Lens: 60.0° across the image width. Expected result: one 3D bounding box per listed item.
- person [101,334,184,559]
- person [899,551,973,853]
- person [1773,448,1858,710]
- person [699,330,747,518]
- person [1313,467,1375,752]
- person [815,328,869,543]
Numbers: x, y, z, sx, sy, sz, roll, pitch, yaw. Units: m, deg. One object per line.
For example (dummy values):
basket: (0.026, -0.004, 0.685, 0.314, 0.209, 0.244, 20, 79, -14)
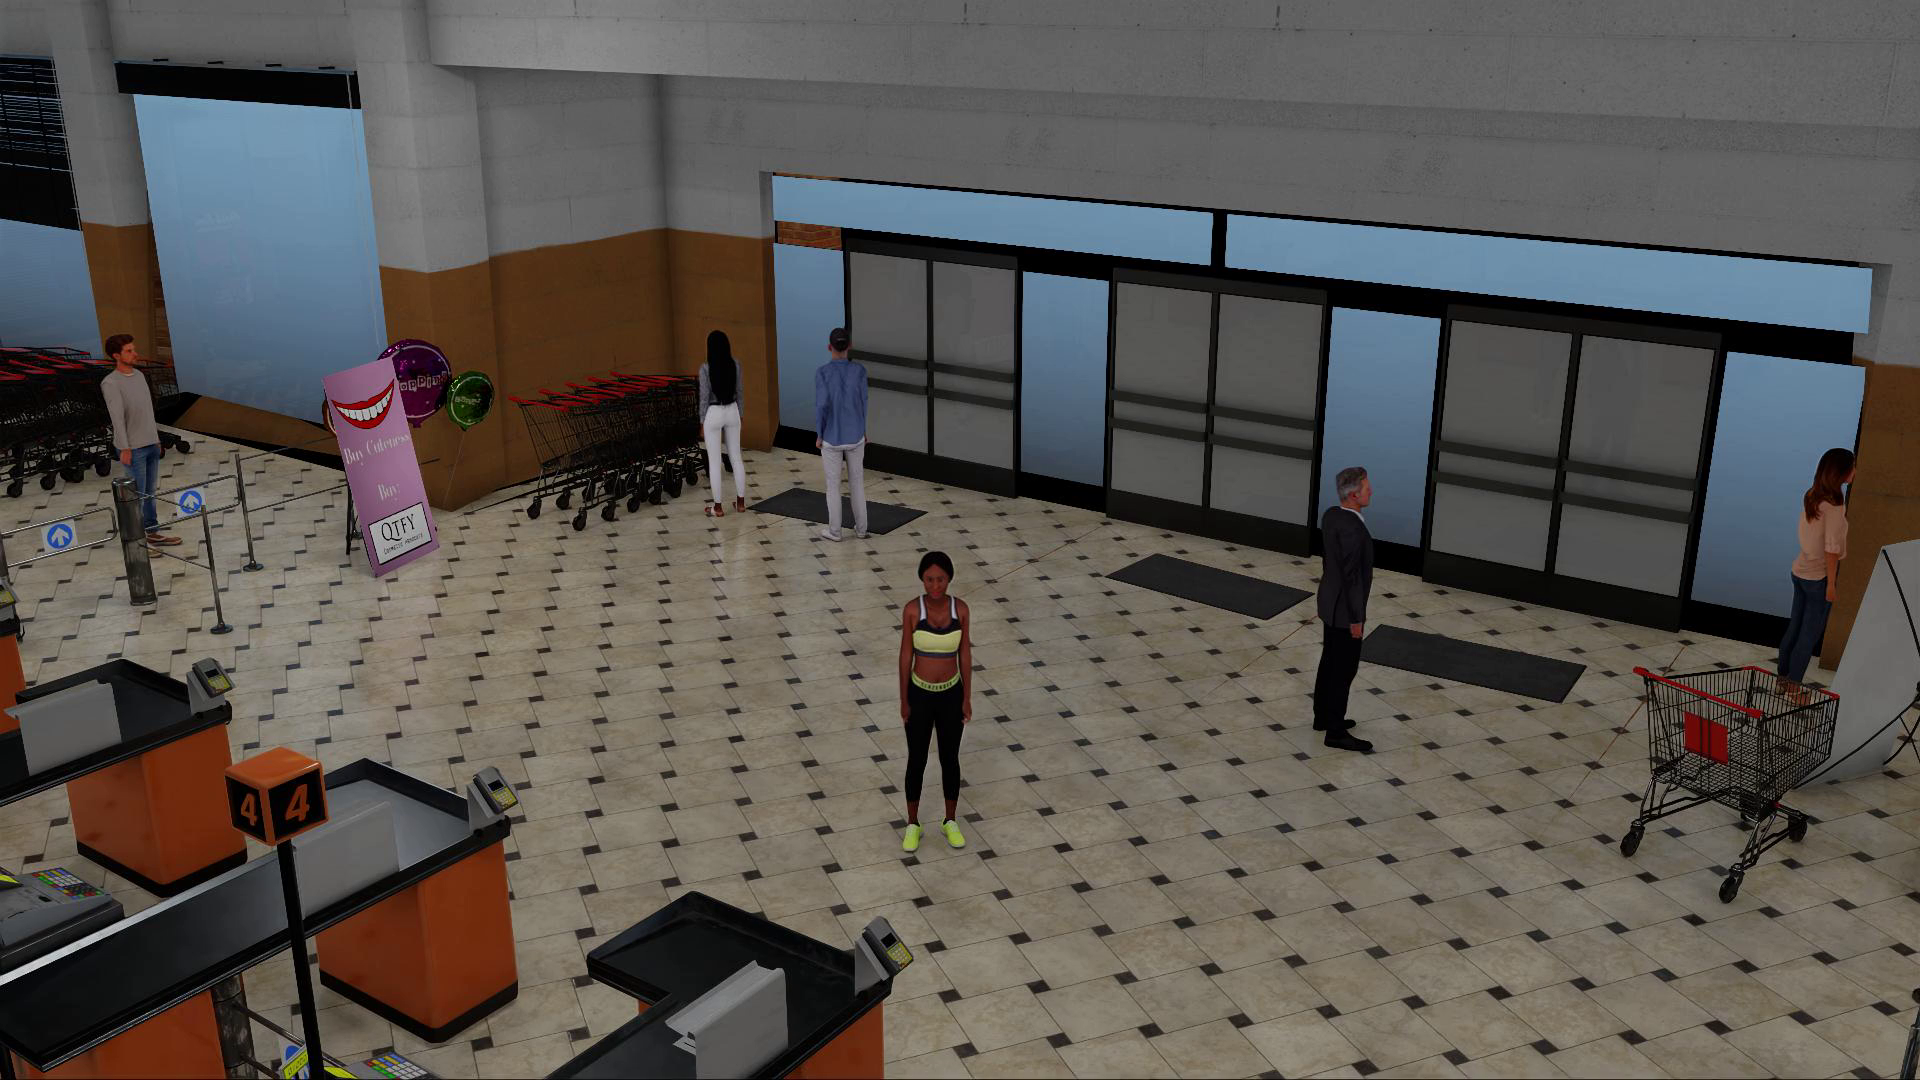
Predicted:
person: (-7.007, -0.817, 14.138, 0.818, 1.905, 0.709, 1, 19, 2)
person: (-0.143, 0.890, 9.312, 0.640, 1.755, 0.693, -2, 19, -7)
person: (5.739, 0.243, 11.173, 0.733, 1.791, 0.621, 2, 19, 5)
person: (-2.173, -1.075, 15.186, 0.589, 1.724, 0.723, -11, 22, -30)
person: (2.453, 0.411, 10.595, 0.861, 1.842, 0.772, -1, 19, -3)
person: (-1.025, -0.917, 14.461, 0.696, 1.888, 0.802, -8, 20, -21)
